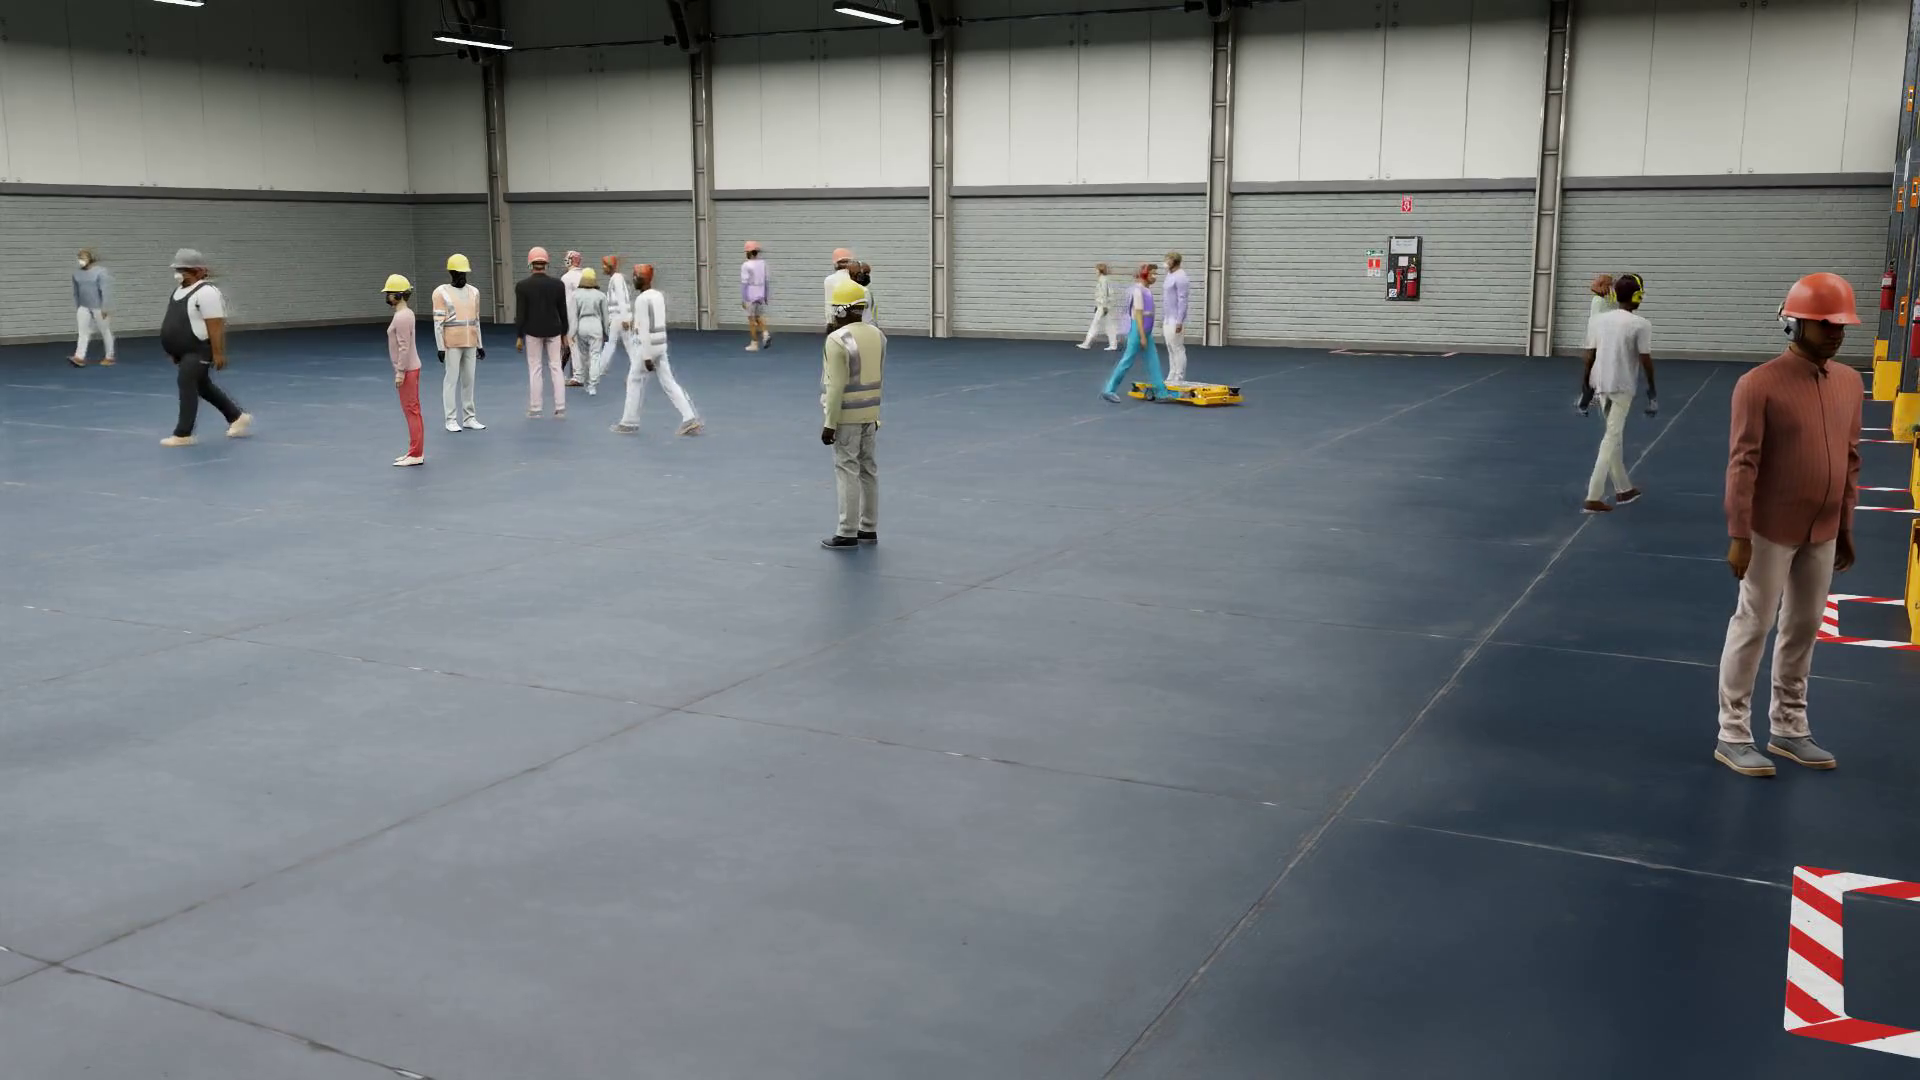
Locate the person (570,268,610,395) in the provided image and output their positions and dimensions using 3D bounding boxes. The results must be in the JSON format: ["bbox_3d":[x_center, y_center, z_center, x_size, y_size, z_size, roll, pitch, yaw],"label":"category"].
[{"bbox_3d":[-4.972,-2.805,22.386,0.500,1.685,0.896,-2,11,-10],"label":"person"}]

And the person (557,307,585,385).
[{"bbox_3d":[-5.531,-3.024,23.694,0.612,1.676,0.329,8,13,39],"label":"person"}]

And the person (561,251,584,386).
[{"bbox_3d":[-5.448,-3.128,23.558,0.399,1.909,0.642,4,11,23],"label":"person"}]

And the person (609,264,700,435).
[{"bbox_3d":[-3.267,-2.025,17.751,1.009,1.842,0.572,4,11,20],"label":"person"}]

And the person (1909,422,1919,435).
[{"bbox_3d":[9.998,-1.780,16.527,0.914,1.797,0.601,9,14,42],"label":"person"}]

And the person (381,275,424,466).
[{"bbox_3d":[-5.164,-1.568,15.432,0.314,1.769,0.523,-2,11,-12],"label":"person"}]

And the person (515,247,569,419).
[{"bbox_3d":[-4.883,-2.416,19.432,0.622,1.992,0.395,-6,12,-31],"label":"person"}]

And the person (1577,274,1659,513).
[{"bbox_3d":[5.169,-1.135,12.906,0.930,1.825,0.547,-6,12,-31],"label":"person"}]

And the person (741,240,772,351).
[{"bbox_3d":[-3.762,-4.468,30.521,0.480,2.030,0.640,9,14,40],"label":"person"}]

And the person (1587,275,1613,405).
[{"bbox_3d":[8.075,-2.529,21.032,0.265,1.632,0.508,3,11,18],"label":"person"}]

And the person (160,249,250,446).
[{"bbox_3d":[-7.824,-2.017,17.131,0.685,2.000,0.962,10,14,42],"label":"person"}]

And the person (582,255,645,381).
[{"bbox_3d":[-5.067,-3.205,24.159,1.000,1.834,0.587,-1,10,-7],"label":"person"}]

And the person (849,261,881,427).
[{"bbox_3d":[-1.124,-2.170,18.512,0.430,1.843,0.625,-6,12,-32],"label":"person"}]

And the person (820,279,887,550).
[{"bbox_3d":[-0.747,-0.848,11.324,0.404,1.833,0.592,6,12,30],"label":"person"}]

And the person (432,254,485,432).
[{"bbox_3d":[-5.443,-2.147,18.153,0.381,1.923,0.595,7,13,35],"label":"person"}]

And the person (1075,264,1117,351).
[{"bbox_3d":[2.540,-4.293,30.731,0.838,1.593,0.538,1,10,5],"label":"person"}]

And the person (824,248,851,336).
[{"bbox_3d":[-1.580,-3.055,23.022,0.631,1.963,0.942,-7,12,-34],"label":"person"}]

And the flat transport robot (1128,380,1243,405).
[{"bbox_3d":[2.883,-1.905,21.351,0.652,0.197,1.431,-8,13,-36],"label":"flat transport robot"}]

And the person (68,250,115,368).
[{"bbox_3d":[-14.110,-3.742,26.954,0.651,1.882,1.003,1,10,7],"label":"person"}]

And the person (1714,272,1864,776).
[{"bbox_3d":[3.288,-0.050,6.560,0.613,1.987,0.401,-4,11,-20],"label":"person"}]

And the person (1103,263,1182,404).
[{"bbox_3d":[2.288,-2.607,21.050,1.013,1.792,0.600,4,11,22],"label":"person"}]

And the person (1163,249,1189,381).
[{"bbox_3d":[2.964,-3.041,22.996,0.352,1.937,0.635,-2,11,-10],"label":"person"}]
